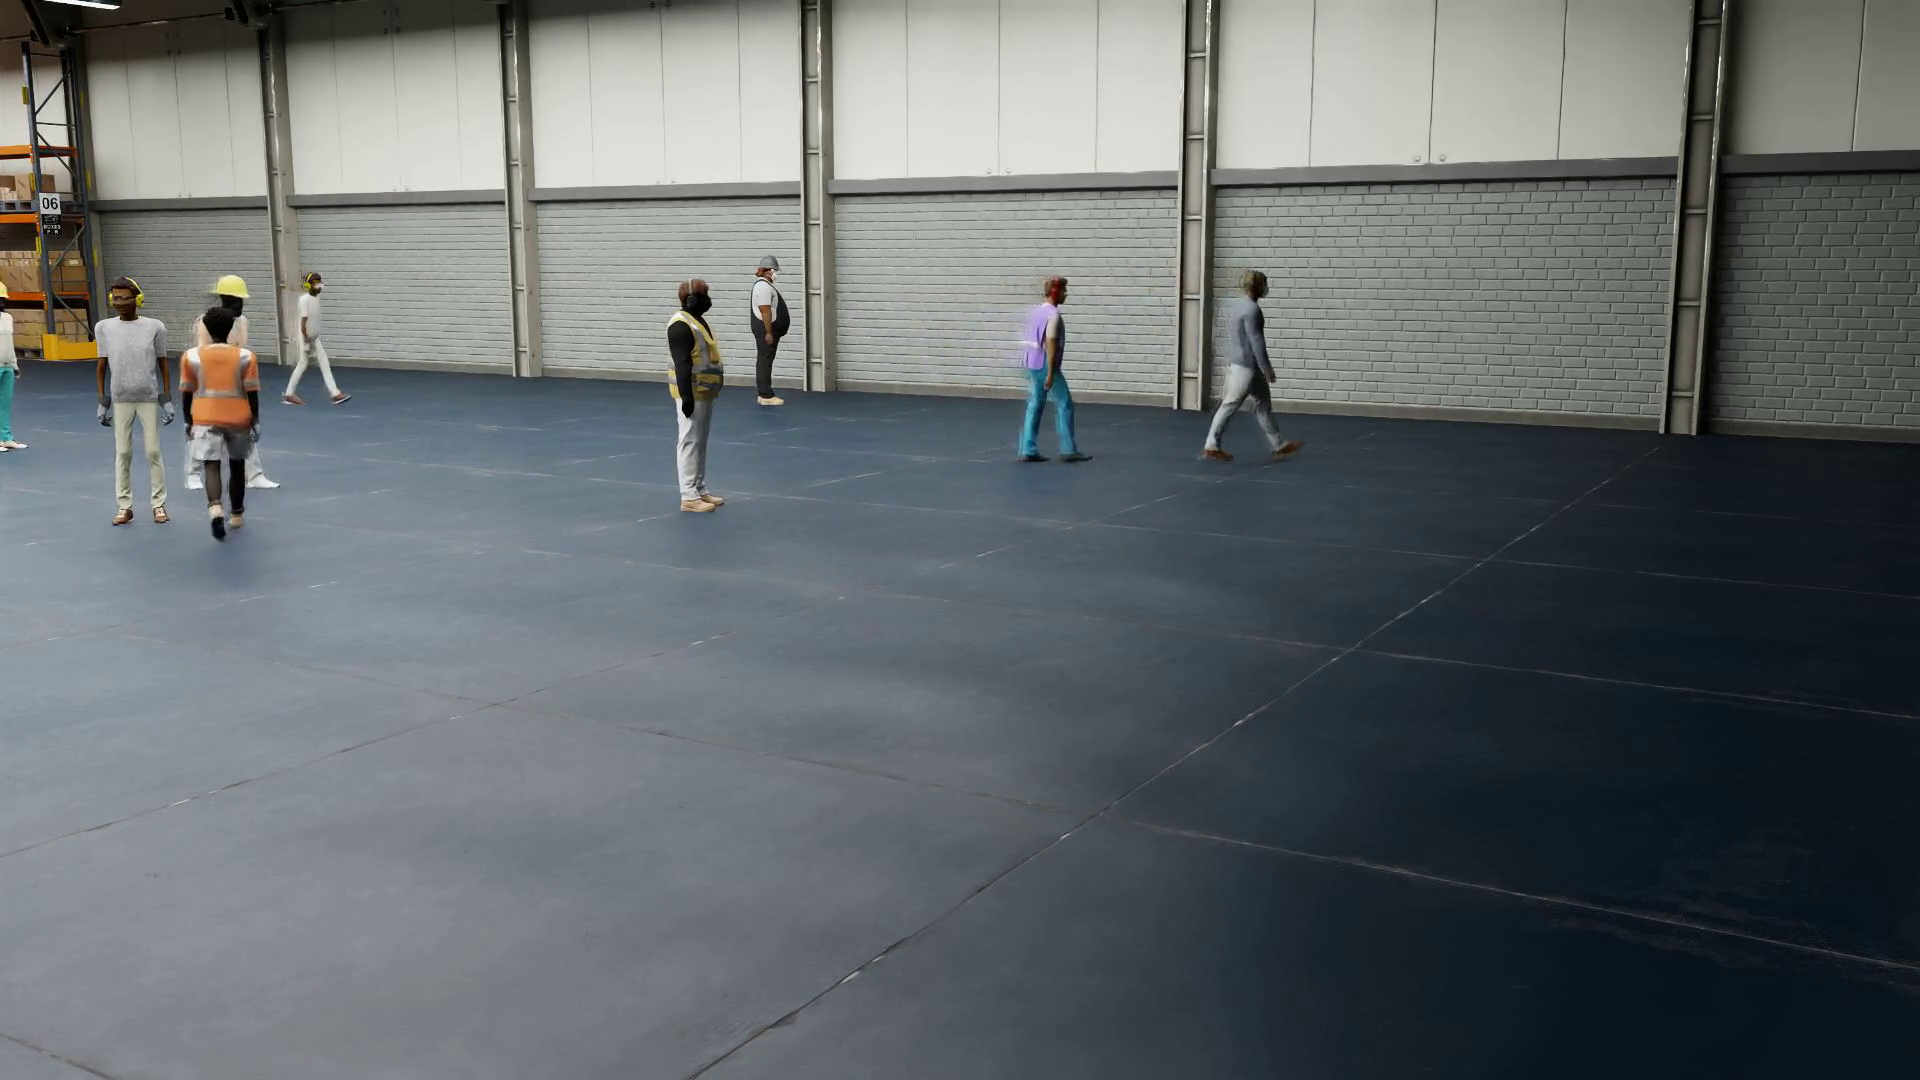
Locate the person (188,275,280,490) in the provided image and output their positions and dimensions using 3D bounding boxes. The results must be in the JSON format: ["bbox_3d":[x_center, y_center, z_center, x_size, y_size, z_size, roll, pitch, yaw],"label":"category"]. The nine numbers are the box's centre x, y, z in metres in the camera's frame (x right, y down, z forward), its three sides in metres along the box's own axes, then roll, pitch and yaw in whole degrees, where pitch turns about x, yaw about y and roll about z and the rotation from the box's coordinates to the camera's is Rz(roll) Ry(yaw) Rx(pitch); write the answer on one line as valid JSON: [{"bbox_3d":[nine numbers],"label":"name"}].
[{"bbox_3d":[-6.425,-1.352,14.424,0.842,1.866,0.606,3,10,18],"label":"person"}]

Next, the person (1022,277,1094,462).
[{"bbox_3d":[0.968,-1.664,16.333,0.819,1.811,0.591,-3,10,-16],"label":"person"}]

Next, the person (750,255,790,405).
[{"bbox_3d":[-2.595,-2.874,22.765,0.536,2.000,0.676,-2,10,-11],"label":"person"}]

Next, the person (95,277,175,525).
[{"bbox_3d":[-6.228,-1.043,12.561,0.534,1.865,0.309,-4,10,-20],"label":"person"}]

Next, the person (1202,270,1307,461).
[{"bbox_3d":[2.889,-1.701,16.371,1.060,1.880,0.639,1,10,5],"label":"person"}]

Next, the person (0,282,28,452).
[{"bbox_3d":[-9.987,-1.804,17.312,0.330,1.765,0.526,1,10,6],"label":"person"}]

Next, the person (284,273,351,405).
[{"bbox_3d":[-8.801,-2.725,22.609,0.993,1.795,0.600,1,10,9],"label":"person"}]

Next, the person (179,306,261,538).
[{"bbox_3d":[-5.345,-0.856,12.050,0.553,1.664,0.810,-4,11,-23],"label":"person"}]

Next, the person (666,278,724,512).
[{"bbox_3d":[-2.095,-1.151,13.256,0.429,1.846,0.630,1,10,6],"label":"person"}]
